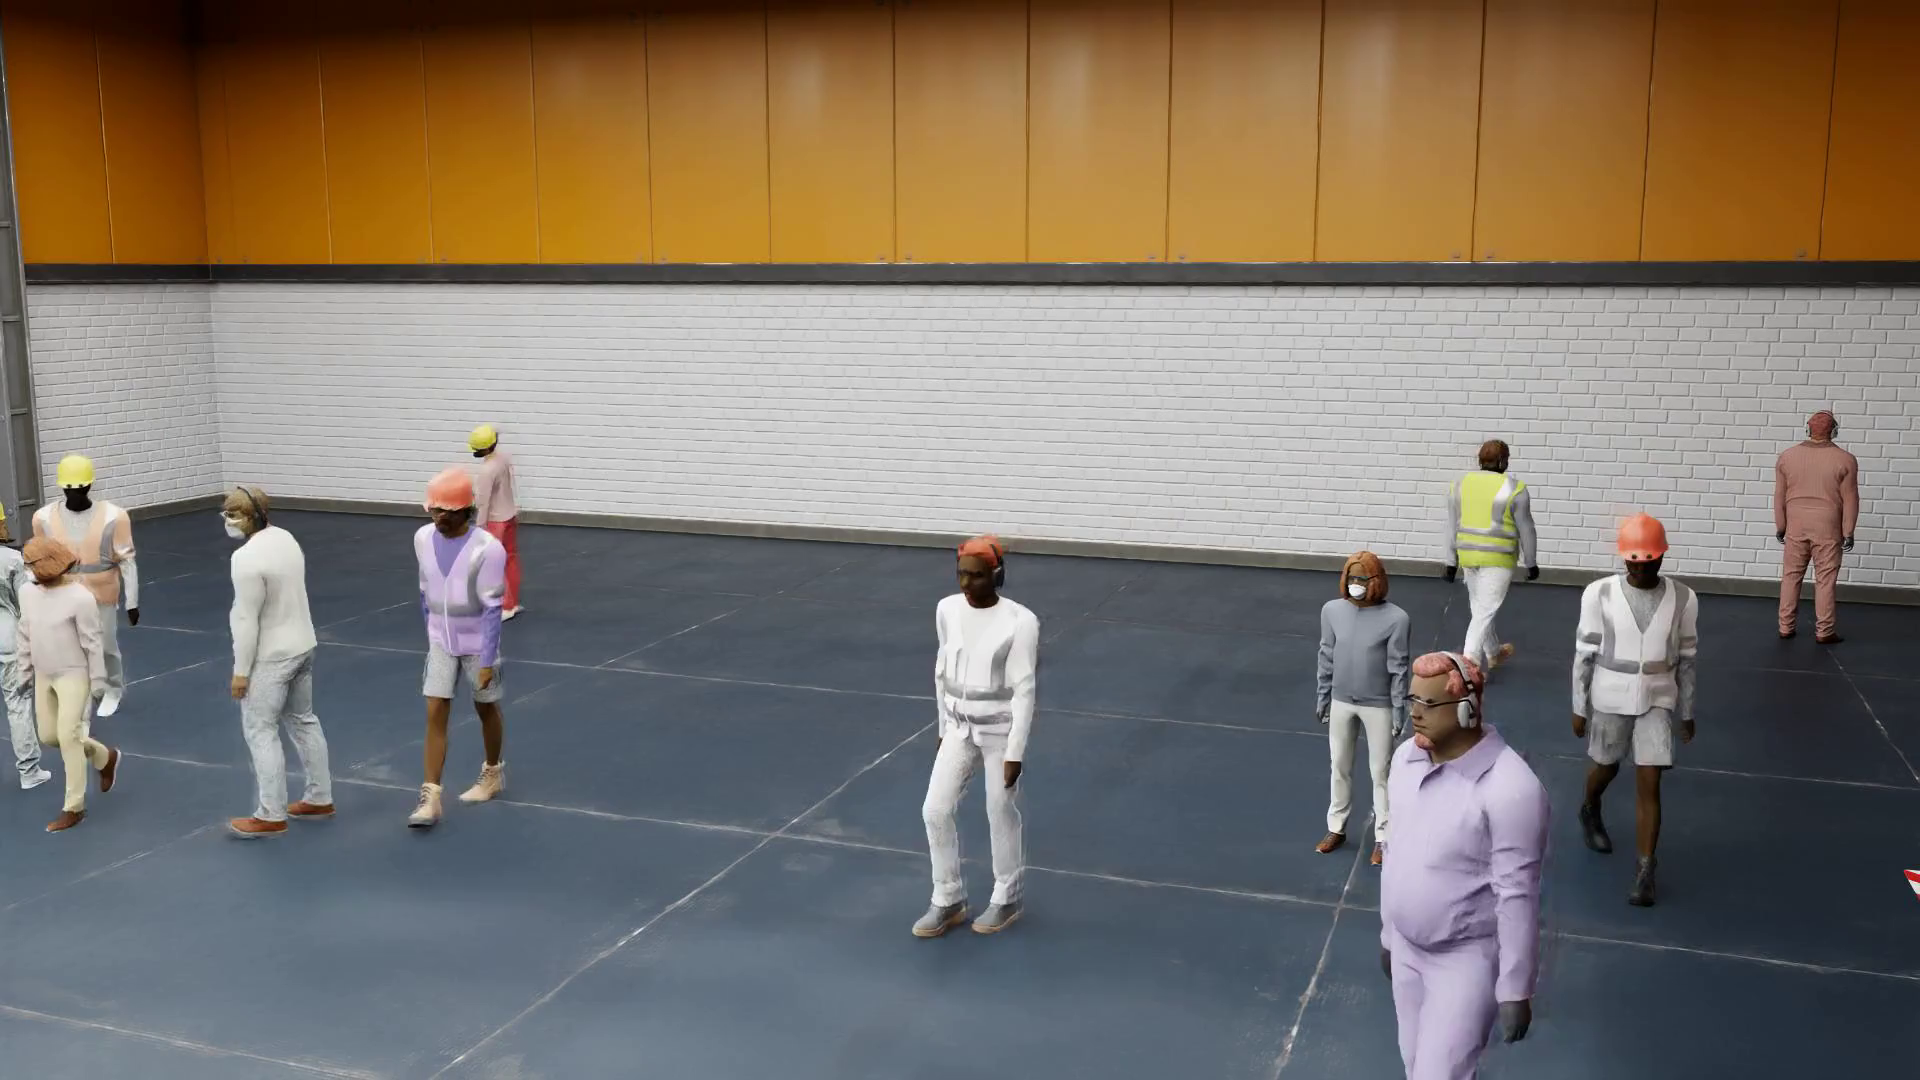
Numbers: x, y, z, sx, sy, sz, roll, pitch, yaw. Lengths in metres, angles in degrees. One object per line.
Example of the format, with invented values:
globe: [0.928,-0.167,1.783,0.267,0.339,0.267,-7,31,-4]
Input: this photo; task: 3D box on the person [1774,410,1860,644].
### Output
person: [7.017,-0.107,13.633,0.408,1.913,0.644,-9,13,-44]

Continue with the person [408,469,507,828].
person: [-2.766,0.584,9.151,0.612,1.972,0.961,2,9,15]

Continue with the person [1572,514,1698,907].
person: [3.343,0.773,8.280,0.587,1.892,0.939,2,9,14]

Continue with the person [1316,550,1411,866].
person: [2.067,0.854,8.568,0.496,1.626,0.286,7,12,37]

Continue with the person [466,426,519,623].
person: [-4.052,-0.158,14.570,0.325,1.720,0.644,1,9,6]

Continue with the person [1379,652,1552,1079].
person: [1.499,1.272,5.132,0.426,1.889,0.673,-4,10,-22]

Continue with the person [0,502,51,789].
person: [-5.655,0.604,9.743,0.492,1.742,0.318,-3,9,-15]

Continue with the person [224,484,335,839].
person: [-3.686,0.637,9.002,0.422,1.914,0.670,0,9,0]

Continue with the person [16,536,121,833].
person: [-4.931,0.753,9.227,0.504,1.606,0.625,3,10,16]

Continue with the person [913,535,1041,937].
person: [0.060,0.906,7.505,0.586,1.860,0.674,7,11,36]

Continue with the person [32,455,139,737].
person: [-5.766,0.344,11.017,0.599,1.863,0.981,-3,10,-19]

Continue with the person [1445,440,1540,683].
person: [4.001,0.154,12.387,0.946,1.794,0.630,-7,12,-38]
